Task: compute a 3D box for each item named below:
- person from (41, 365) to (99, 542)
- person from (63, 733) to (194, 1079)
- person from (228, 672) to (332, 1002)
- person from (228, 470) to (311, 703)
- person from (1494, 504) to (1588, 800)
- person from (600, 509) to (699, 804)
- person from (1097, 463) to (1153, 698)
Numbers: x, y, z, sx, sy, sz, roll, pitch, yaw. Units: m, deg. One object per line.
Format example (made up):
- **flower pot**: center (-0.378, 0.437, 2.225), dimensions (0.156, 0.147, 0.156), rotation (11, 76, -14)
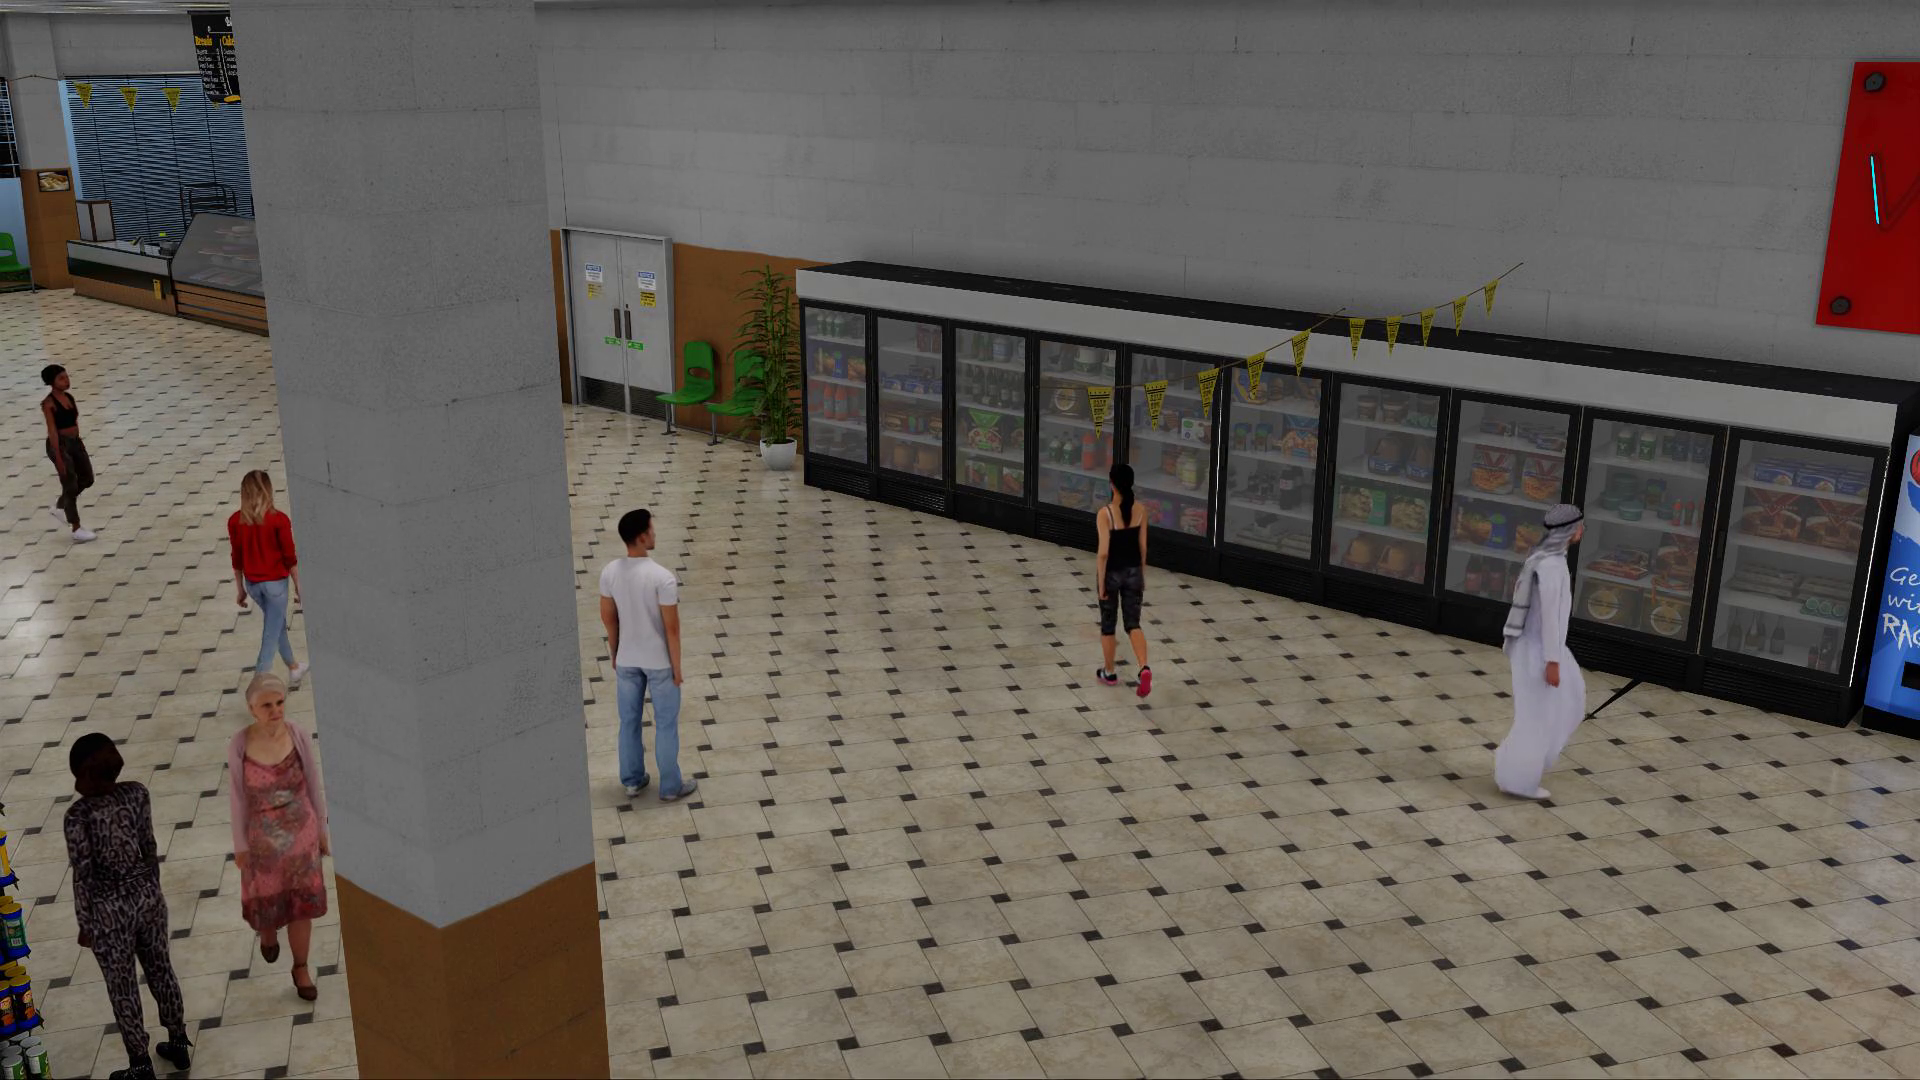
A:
- **person**: center (-8.492, -0.823, 15.661), dimensions (0.827, 1.692, 0.813), rotation (3, 17, 11)
- **person**: center (-3.748, 1.657, 7.453), dimensions (0.672, 1.714, 0.525), rotation (9, 19, 26)
- **person**: center (-3.398, 1.440, 8.225), dimensions (0.771, 1.681, 0.778), rotation (-11, 20, -32)
- **person**: center (-4.922, 0.376, 11.756), dimensions (1.047, 1.665, 1.223), rotation (2, 17, 5)
- **person**: center (3.491, 0.692, 10.297), dimensions (0.855, 1.910, 0.803), rotation (7, 18, 21)
- **person**: center (-1.943, 0.721, 10.283), dimensions (0.742, 1.862, 0.687), rotation (6, 18, 18)
- **person**: center (1.194, 0.314, 11.883), dimensions (1.043, 1.711, 0.991), rotation (-6, 18, -18)
